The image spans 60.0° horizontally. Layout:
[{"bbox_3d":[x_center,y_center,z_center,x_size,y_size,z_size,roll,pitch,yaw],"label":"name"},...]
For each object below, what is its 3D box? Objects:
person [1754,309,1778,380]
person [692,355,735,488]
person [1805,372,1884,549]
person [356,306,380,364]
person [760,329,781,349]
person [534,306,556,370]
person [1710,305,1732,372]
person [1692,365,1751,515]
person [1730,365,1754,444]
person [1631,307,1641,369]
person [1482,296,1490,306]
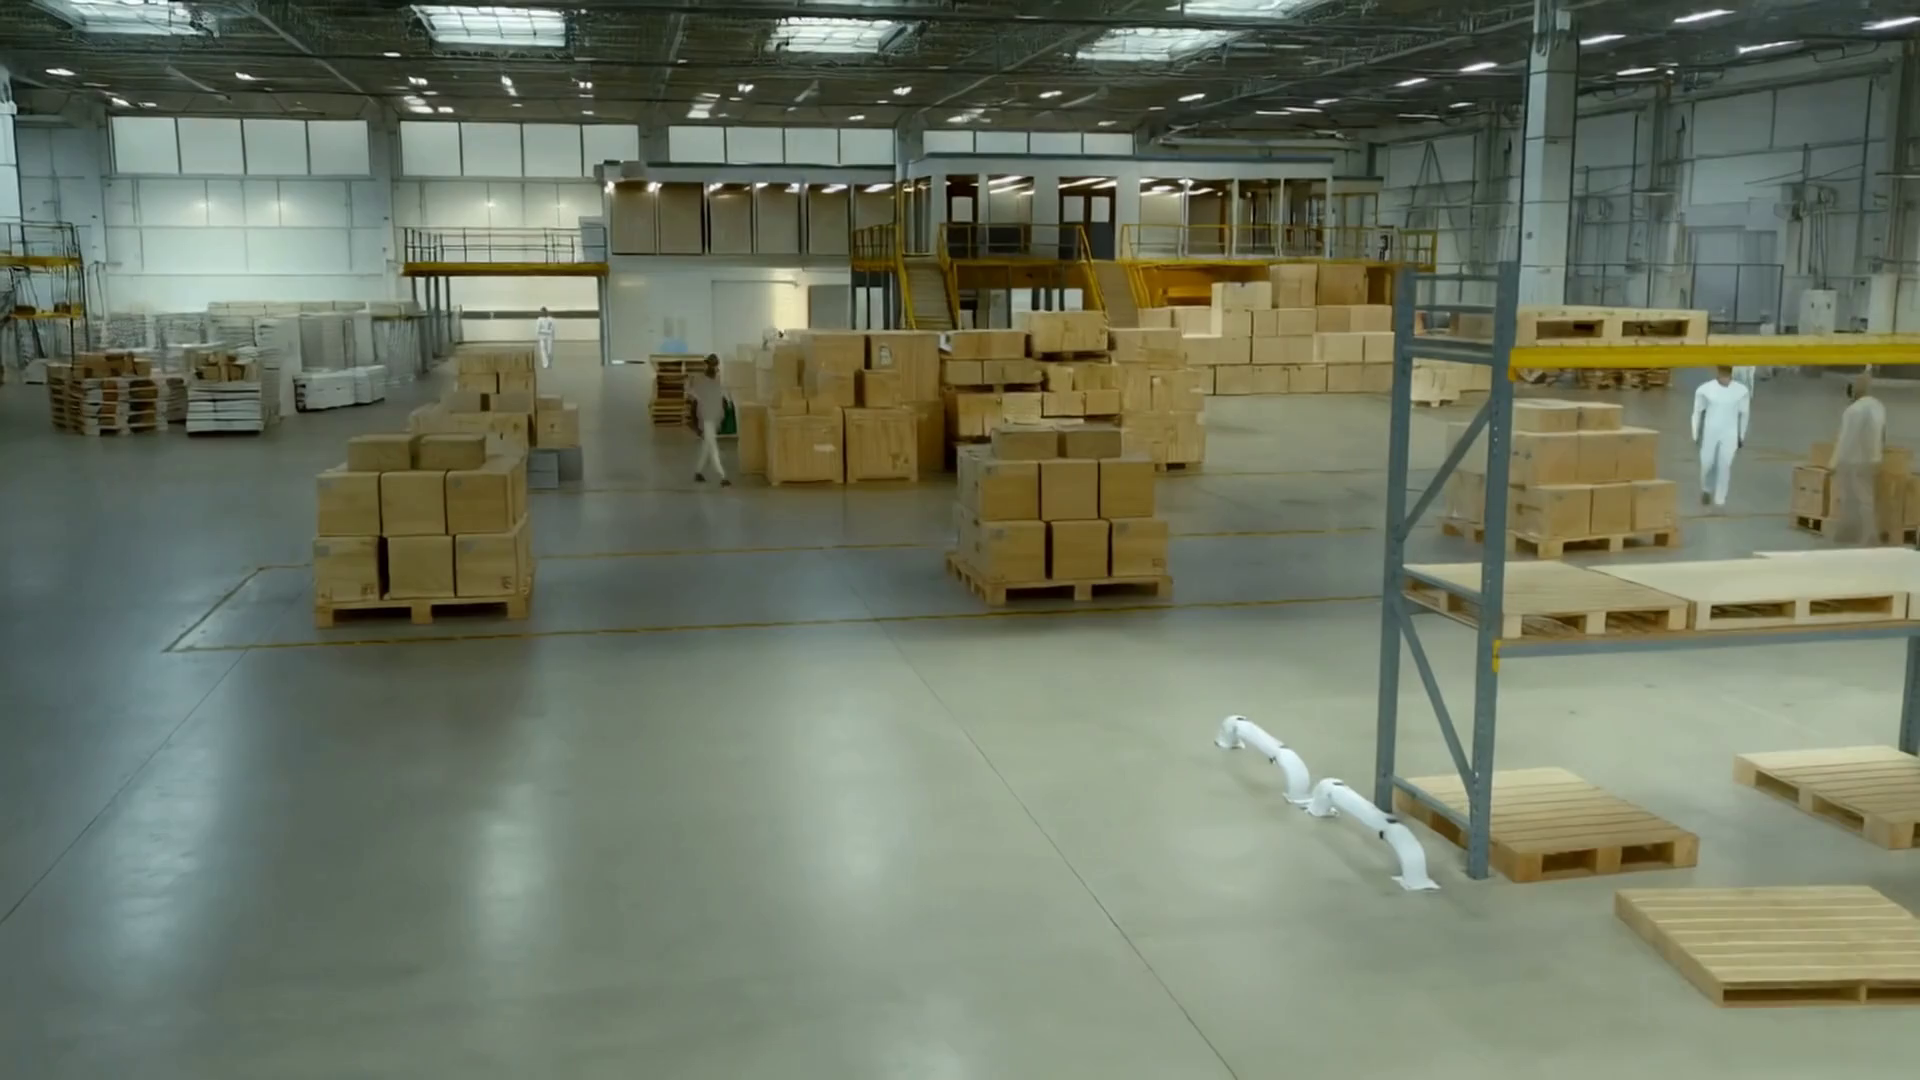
[{"bbox_3d":[21.361,-5.156,44.035,0.569,1.899,0.627,8,12,40],"label":"person"},{"bbox_3d":[-3.430,-1.650,22.945,0.993,1.820,0.497,9,13,44],"label":"person"},{"bbox_3d":[9.336,-0.813,17.544,0.635,1.901,0.922,-9,13,-43],"label":"person"},{"bbox_3d":[-14.925,-4.894,42.032,0.609,2.034,0.397,3,10,16],"label":"person"},{"bbox_3d":[-3.062,-2.443,27.212,0.387,1.992,0.621,0,9,-2],"label":"person"},{"bbox_3d":[-12.163,-5.893,48.652,0.595,1.852,0.776,0,9,-1],"label":"person"},{"bbox_3d":[21.586,-5.699,47.192,0.605,1.950,0.381,8,12,39],"label":"person"},{"bbox_3d":[9.299,-1.281,20.368,0.630,1.922,0.598,3,10,19],"label":"person"},{"bbox_3d":[12.809,-2.336,27.439,0.506,1.703,0.787,6,11,31],"label":"person"},{"bbox_3d":[18.740,-5.554,46.495,0.987,1.883,0.570,9,13,44],"label":"person"},{"bbox_3d":[18.323,-7.510,58.100,0.616,1.990,0.393,1,9,3],"label":"person"}]
